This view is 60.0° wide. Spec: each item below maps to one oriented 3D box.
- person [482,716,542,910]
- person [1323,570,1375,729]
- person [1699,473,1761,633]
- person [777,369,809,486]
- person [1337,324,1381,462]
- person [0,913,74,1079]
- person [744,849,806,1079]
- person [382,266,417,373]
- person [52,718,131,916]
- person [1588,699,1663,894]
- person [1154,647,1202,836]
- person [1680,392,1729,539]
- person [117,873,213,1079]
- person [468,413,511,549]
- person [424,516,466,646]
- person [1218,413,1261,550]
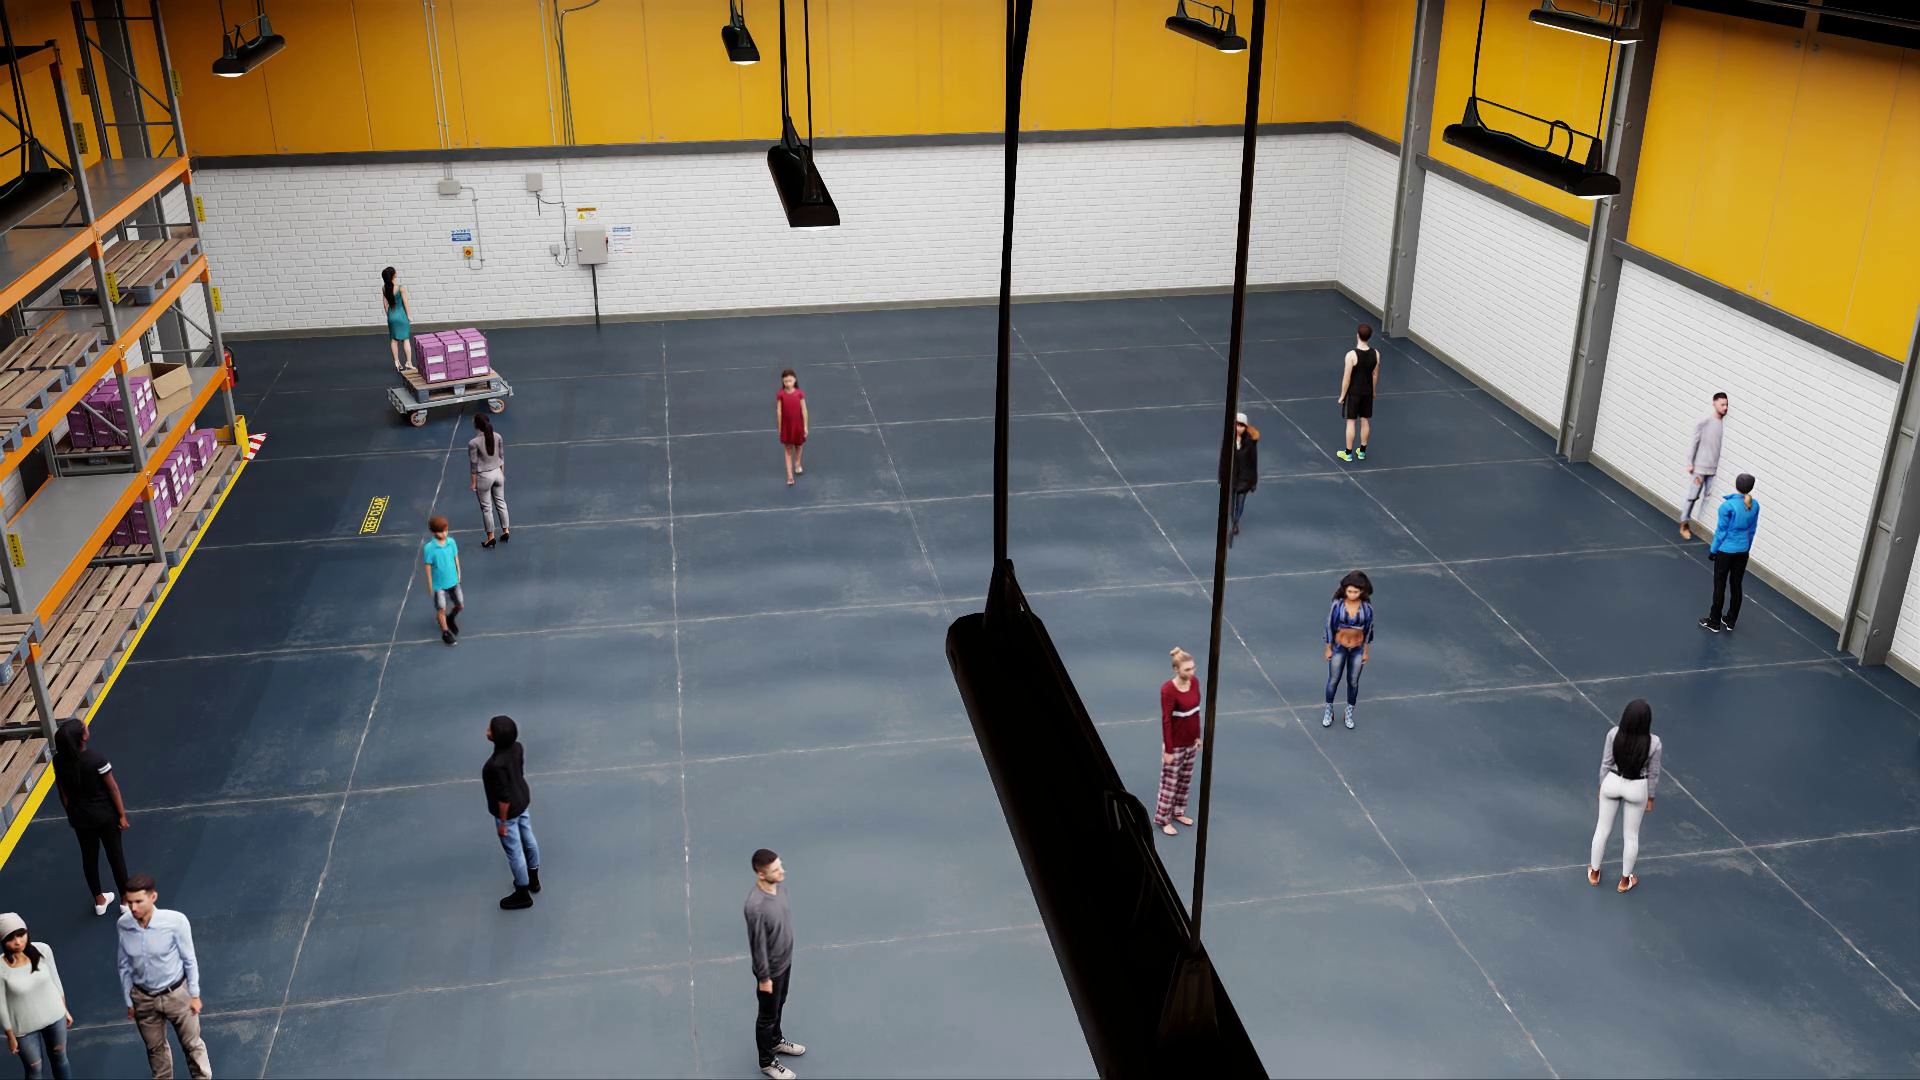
[{"bbox_3d":[-3.560,2.147,13.237,0.709,1.701,0.593,5,24,10],"label":"person"},{"bbox_3d":[3.699,1.047,15.855,0.686,1.619,0.665,4,24,9],"label":"person"},{"bbox_3d":[8.234,0.131,17.730,0.627,1.795,0.534,-2,24,-5],"label":"person"},{"bbox_3d":[-2.189,-1.535,21.894,0.545,1.513,1.028,-3,24,-8],"label":"person"},{"bbox_3d":[5.393,-1.991,22.464,0.685,1.892,0.576,-5,24,-11],"label":"person"},{"bbox_3d":[-6.100,3.166,10.976,0.695,1.645,0.641,17,29,33],"label":"person"},{"bbox_3d":[-1.300,2.892,11.457,0.749,1.761,0.608,5,24,11],"label":"person"},{"bbox_3d":[-8.831,-3.473,26.112,0.616,1.687,0.580,3,24,7],"label":"person"},{"bbox_3d":[-6.838,2.176,13.136,0.657,1.729,0.618,1,24,2],"label":"person"},{"bbox_3d":[5.373,2.045,13.440,0.672,1.725,0.711,12,27,26],"label":"person"},{"bbox_3d":[1.879,1.711,14.238,0.683,1.697,0.691,-21,31,-39],"label":"person"},{"bbox_3d":[9.034,-0.922,20.088,0.707,1.837,0.616,-1,24,-2],"label":"person"},{"bbox_3d":[-5.305,3.016,11.065,0.653,1.848,0.613,-2,24,-5],"label":"person"},{"bbox_3d":[-5.619,-0.718,19.820,0.775,1.678,0.729,19,30,36],"label":"person"},{"bbox_3d":[-5.482,0.400,17.562,0.657,1.439,0.713,-19,30,-37],"label":"person"},{"bbox_3d":[3.342,-0.758,20.013,0.862,1.596,1.115,5,24,11],"label":"person"}]
